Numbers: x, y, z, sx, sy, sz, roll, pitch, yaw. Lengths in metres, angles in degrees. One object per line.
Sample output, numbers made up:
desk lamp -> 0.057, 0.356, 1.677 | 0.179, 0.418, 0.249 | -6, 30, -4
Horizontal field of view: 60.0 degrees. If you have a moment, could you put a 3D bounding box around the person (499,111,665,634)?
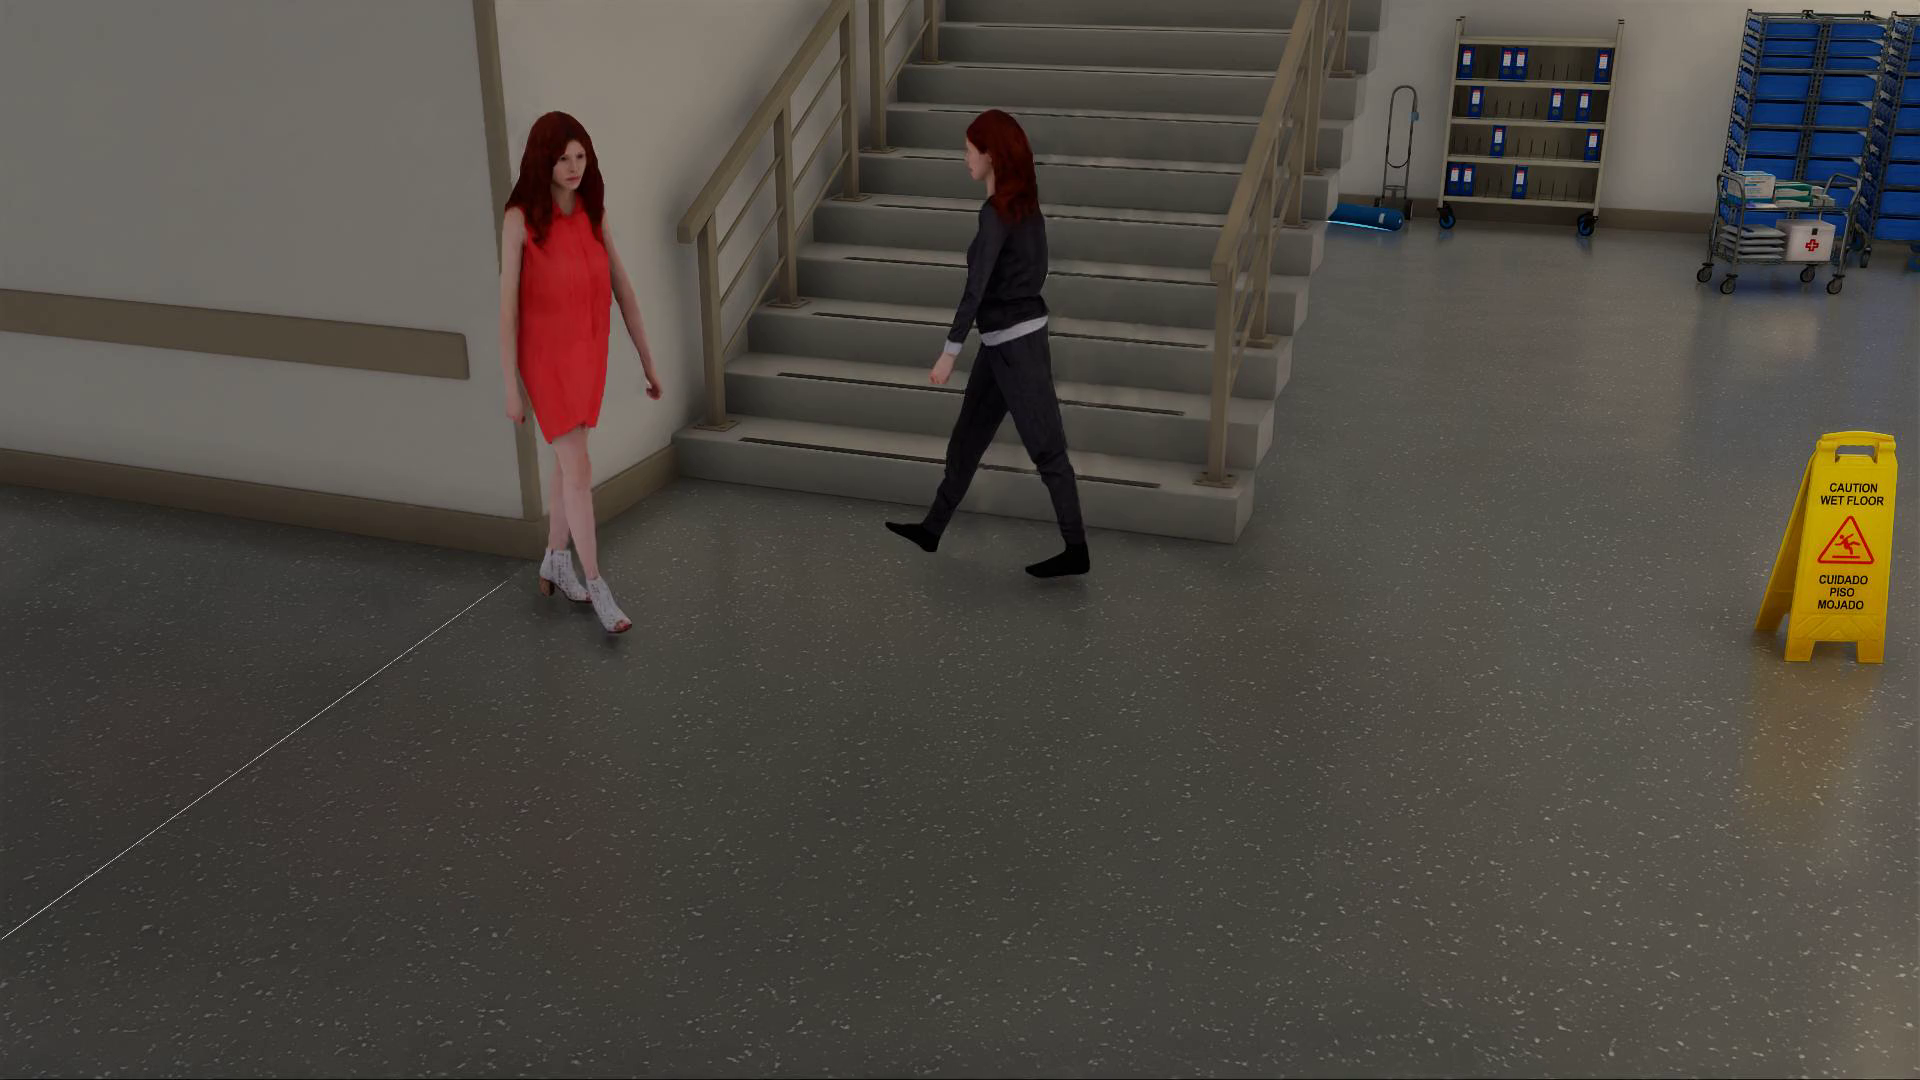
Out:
person -> -1.455, -0.588, 5.882 | 0.827, 1.800, 0.837 | 13, 24, 30

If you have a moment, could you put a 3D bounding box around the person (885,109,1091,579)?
person -> 0.281, -0.664, 6.180 | 0.790, 1.732, 1.039 | 2, 21, 6
